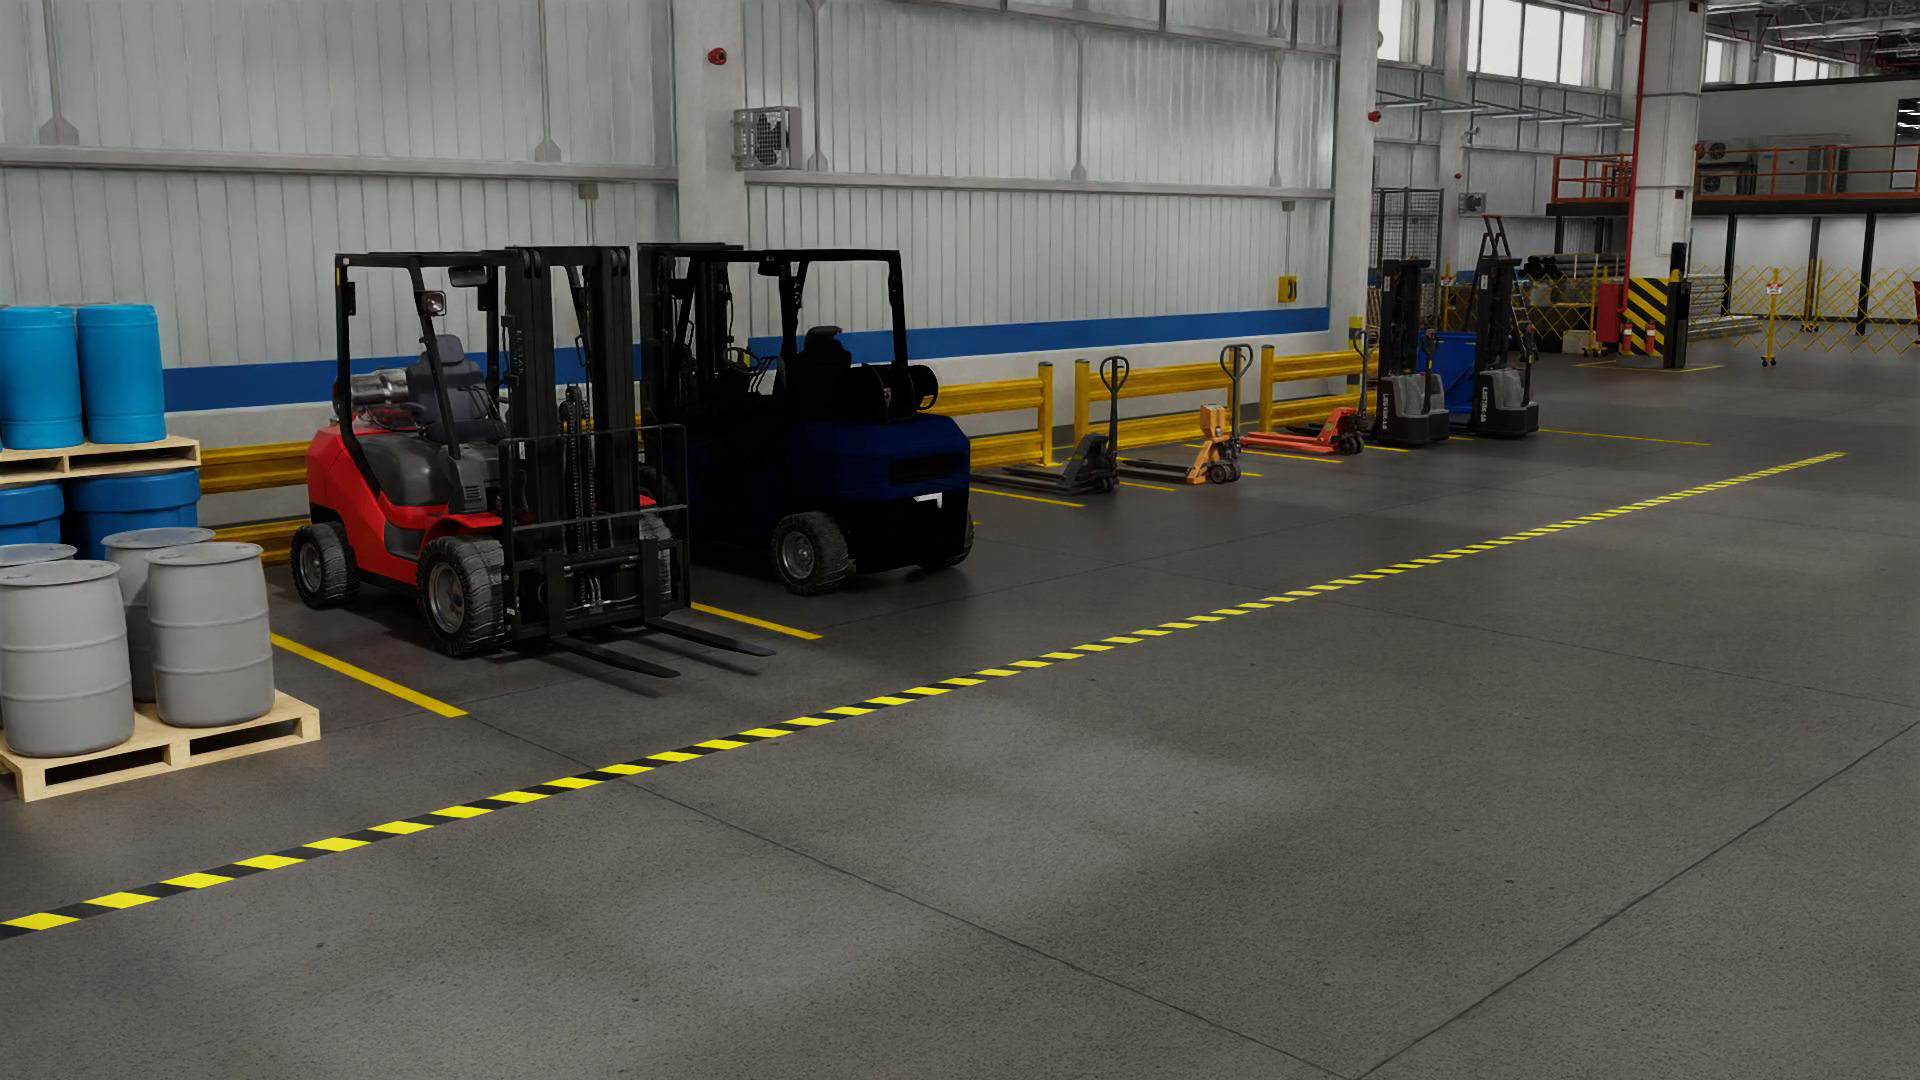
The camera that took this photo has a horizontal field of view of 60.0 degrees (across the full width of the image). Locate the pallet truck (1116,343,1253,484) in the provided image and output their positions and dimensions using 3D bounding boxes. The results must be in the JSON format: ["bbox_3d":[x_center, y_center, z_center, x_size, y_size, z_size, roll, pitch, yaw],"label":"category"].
[{"bbox_3d":[1.962,-1.215,15.415,1.522,1.261,0.704,10,14,43],"label":"pallet truck"}]

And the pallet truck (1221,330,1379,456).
[{"bbox_3d":[3.563,-1.581,17.381,0.653,1.274,1.630,-10,14,-44],"label":"pallet truck"}]

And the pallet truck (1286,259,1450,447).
[{"bbox_3d":[4.493,-2.078,18.196,0.823,1.965,1.885,-9,14,-40],"label":"pallet truck"}]

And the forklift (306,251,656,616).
[{"bbox_3d":[-2.833,-0.669,9.694,1.157,1.987,2.680,-10,14,-44],"label":"forklift"}]

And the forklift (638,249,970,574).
[{"bbox_3d":[-1.173,-0.958,11.239,2.680,1.987,1.157,10,14,43],"label":"forklift"}]

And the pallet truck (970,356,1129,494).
[{"bbox_3d":[0.784,-1.085,14.876,0.680,1.201,1.601,-10,14,-44],"label":"pallet truck"}]

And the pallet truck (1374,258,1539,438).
[{"bbox_3d":[5.704,-2.208,18.901,1.885,1.965,0.823,10,14,43],"label":"pallet truck"}]
